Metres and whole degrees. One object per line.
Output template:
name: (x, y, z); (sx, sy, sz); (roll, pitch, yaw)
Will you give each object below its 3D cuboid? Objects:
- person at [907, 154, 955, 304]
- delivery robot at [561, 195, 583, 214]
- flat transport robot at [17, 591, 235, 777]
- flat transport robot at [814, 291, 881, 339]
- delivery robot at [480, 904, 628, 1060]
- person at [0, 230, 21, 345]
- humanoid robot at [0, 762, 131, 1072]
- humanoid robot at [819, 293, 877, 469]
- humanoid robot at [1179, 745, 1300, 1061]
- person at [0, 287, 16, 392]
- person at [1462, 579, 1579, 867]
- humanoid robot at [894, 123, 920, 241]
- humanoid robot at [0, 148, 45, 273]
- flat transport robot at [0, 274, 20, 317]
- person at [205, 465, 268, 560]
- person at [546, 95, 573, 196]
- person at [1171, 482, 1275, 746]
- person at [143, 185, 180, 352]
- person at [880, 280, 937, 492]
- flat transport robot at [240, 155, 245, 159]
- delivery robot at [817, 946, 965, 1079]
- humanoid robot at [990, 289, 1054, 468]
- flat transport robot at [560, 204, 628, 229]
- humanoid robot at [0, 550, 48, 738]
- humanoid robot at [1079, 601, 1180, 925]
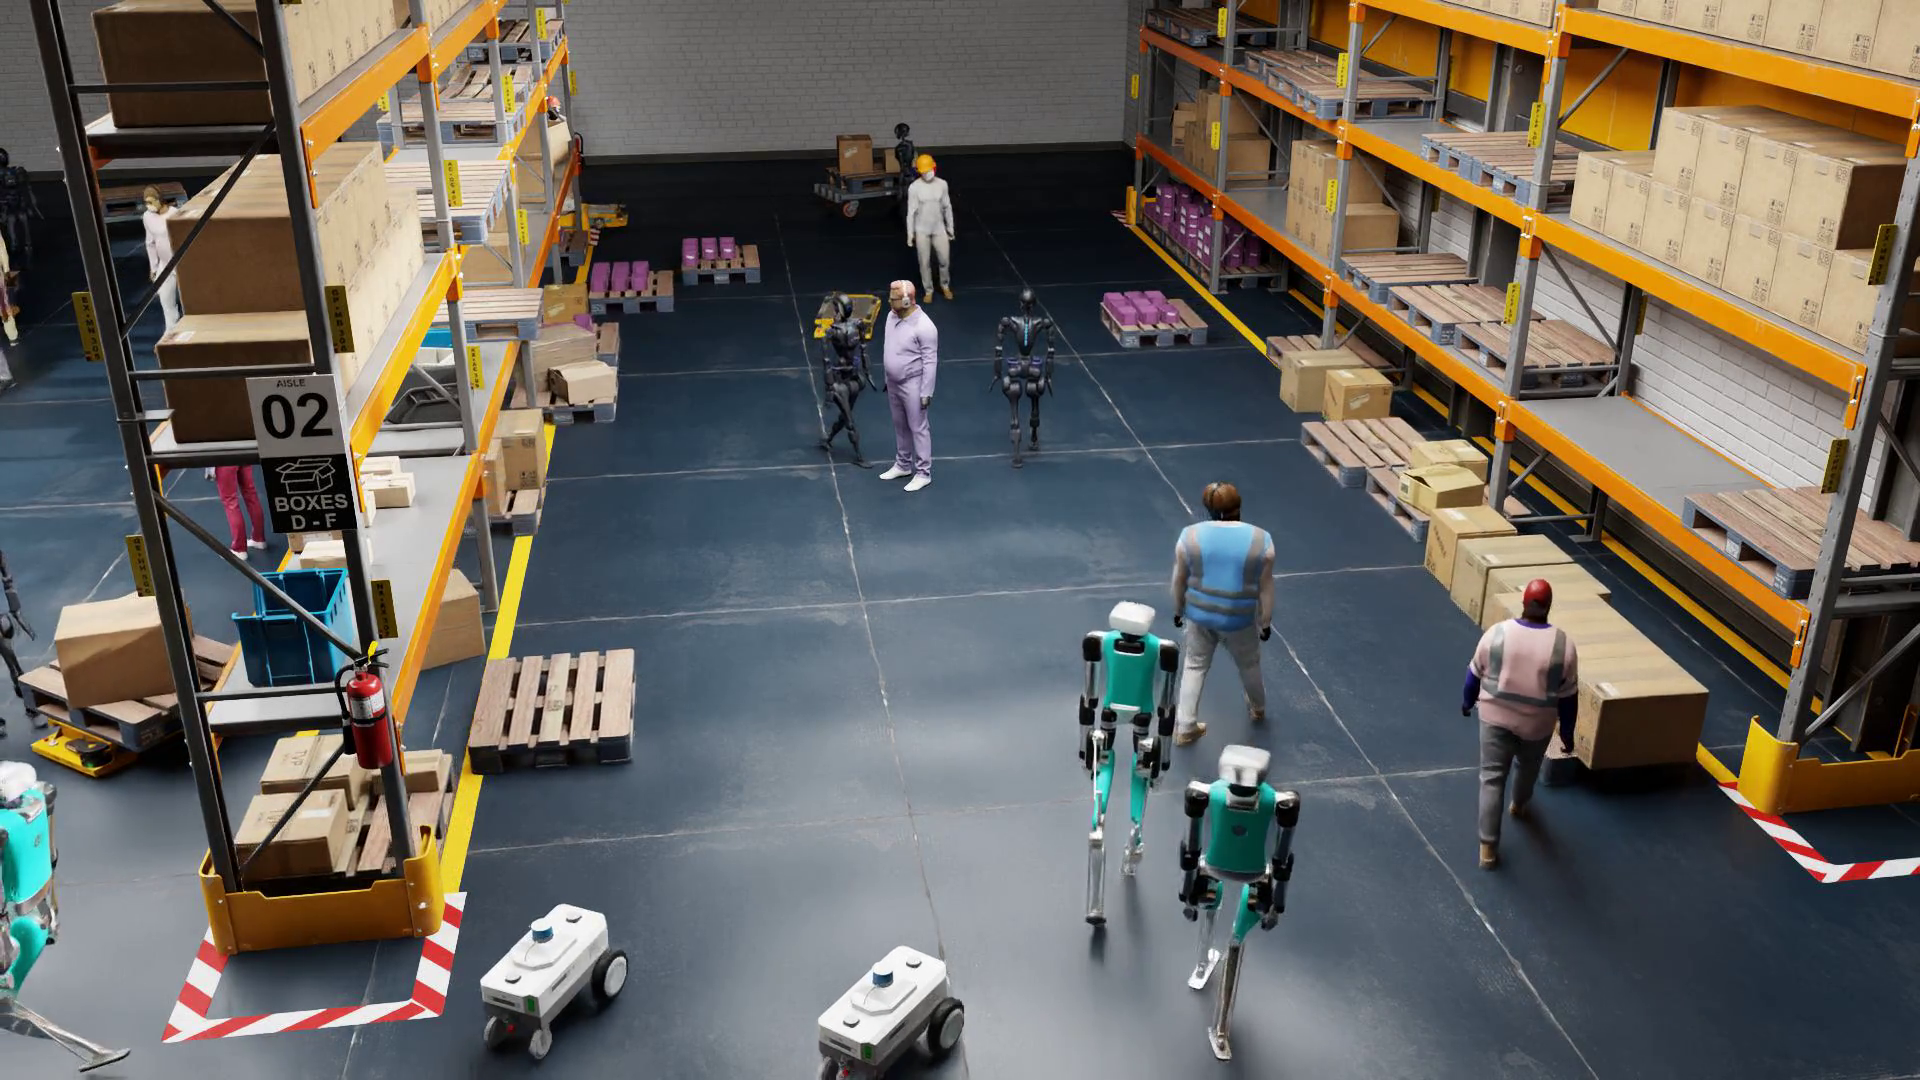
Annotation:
person: (-0.359, -3.800, 20.362); (0.603, 1.860, 0.484); (-5, 24, -11)
delivery robot: (-5.861, -4.846, 24.377); (0.807, 0.606, 0.499); (-5, 24, -12)
flat transport robot: (-5.357, 1.118, 11.131); (0.659, 0.231, 1.431); (13, 27, 27)
flat transport robot: (-1.325, -2.669, 19.758); (0.659, 0.231, 1.431); (1, 24, 2)
delivery robot: (-2.065, 2.177, 8.385); (0.499, 0.613, 0.807); (9, 25, 20)
person: (-11.005, -3.030, 18.732); (0.562, 1.751, 0.329); (-15, 28, -30)
humanoid robot: (-4.549, 1.825, 7.739); (1.053, 1.736, 0.544); (1, 24, 2)
humanoid robot: (-1.076, -1.504, 15.438); (0.780, 1.644, 0.602); (20, 31, 38)
humanoid robot: (1.351, 1.624, 8.190); (0.533, 1.739, 0.940); (4, 24, 10)
person: (-10.125, -2.342, 16.980); (0.509, 1.911, 0.960); (5, 24, 11)
person: (3.245, 0.982, 9.643); (0.642, 1.707, 0.883); (9, 25, 19)
humanoid robot: (-0.725, -5.026, 23.387); (0.436, 1.645, 0.590); (4, 24, 10)
humanoid robot: (-12.348, -4.308, 21.751); (0.371, 1.642, 0.611); (21, 31, 39)
flat transport robot: (-11.939, -2.603, 19.607); (0.659, 0.231, 1.431); (8, 25, 18)
person: (-5.894, -0.636, 13.435); (0.284, 1.626, 0.499); (8, 25, 17)
person: (-6.071, -5.800, 25.043); (0.571, 1.749, 0.340); (6, 24, 13)
person: (1.707, 0.433, 10.809); (0.668, 1.784, 0.720); (5, 24, 12)
person: (-8.720, -2.991, 18.471); (0.684, 1.912, 0.530); (7, 25, 14)
person: (-0.484, -1.376, 14.780); (0.405, 1.904, 0.650); (-17, 29, -34)
flat transport robot: (-9.966, -4.998, 25.065); (1.431, 0.231, 0.659); (-18, 29, -35)
delivery robot: (-0.361, 2.306, 8.059); (0.499, 0.587, 0.782); (15, 28, 30)
humanoid robot: (0.578, -1.549, 15.498); (0.590, 1.630, 0.744); (0, 24, -1)
flat transport robot: (-5.628, -4.753, 24.505); (1.431, 0.231, 0.659); (-4, 24, -8)
humanoid robot: (-6.337, 0.537, 10.709); (0.616, 1.631, 0.377); (-16, 28, -32)
humanoid robot: (0.837, 1.302, 8.956); (0.530, 1.779, 1.015); (6, 24, 14)
